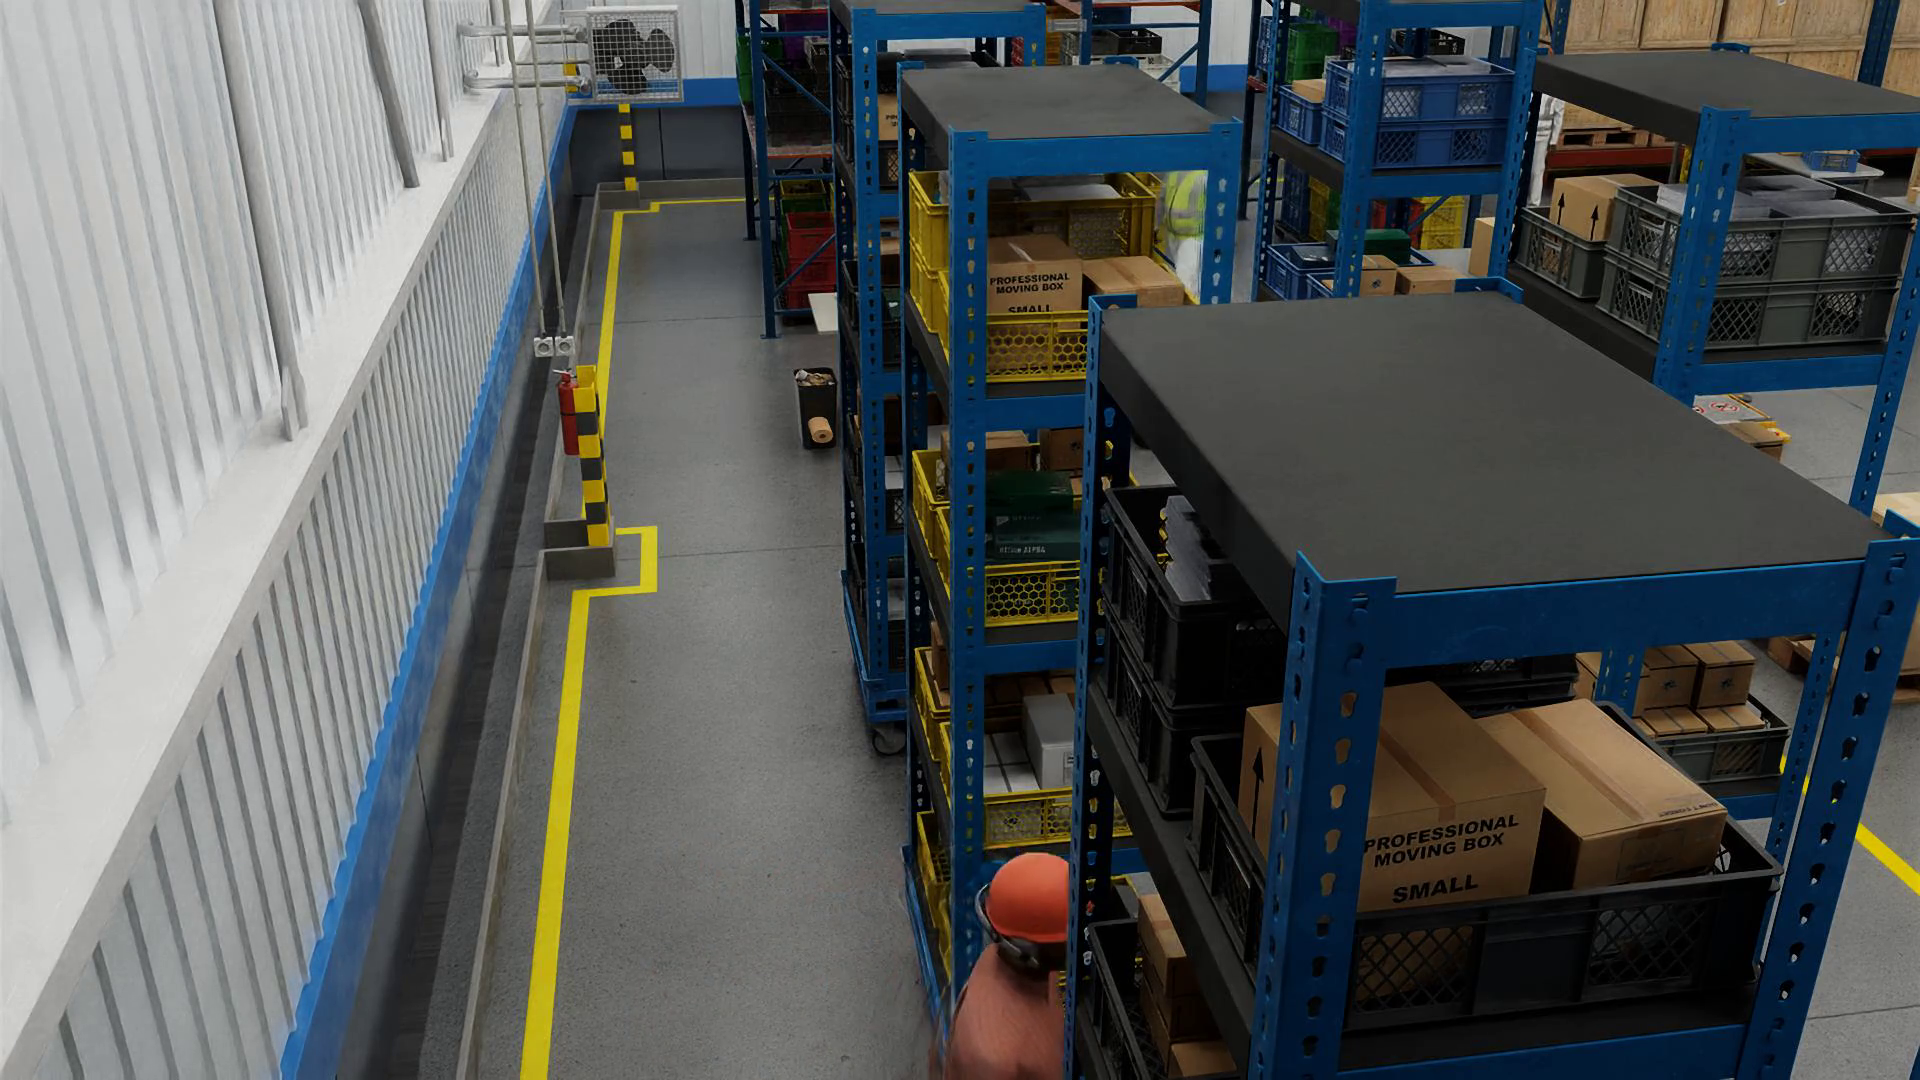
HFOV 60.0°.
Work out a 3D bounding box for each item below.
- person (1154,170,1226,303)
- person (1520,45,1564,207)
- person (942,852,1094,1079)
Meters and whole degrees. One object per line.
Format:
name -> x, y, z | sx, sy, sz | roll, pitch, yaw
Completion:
person -> 1.810, -2.548, 13.980 | 0.794, 1.814, 0.633 | -15, 29, -29
person -> 6.049, -4.264, 17.618 | 0.575, 1.885, 0.355 | 14, 28, 28
person -> 0.155, 1.699, 4.543 | 0.612, 1.972, 0.653 | 4, 25, 9
